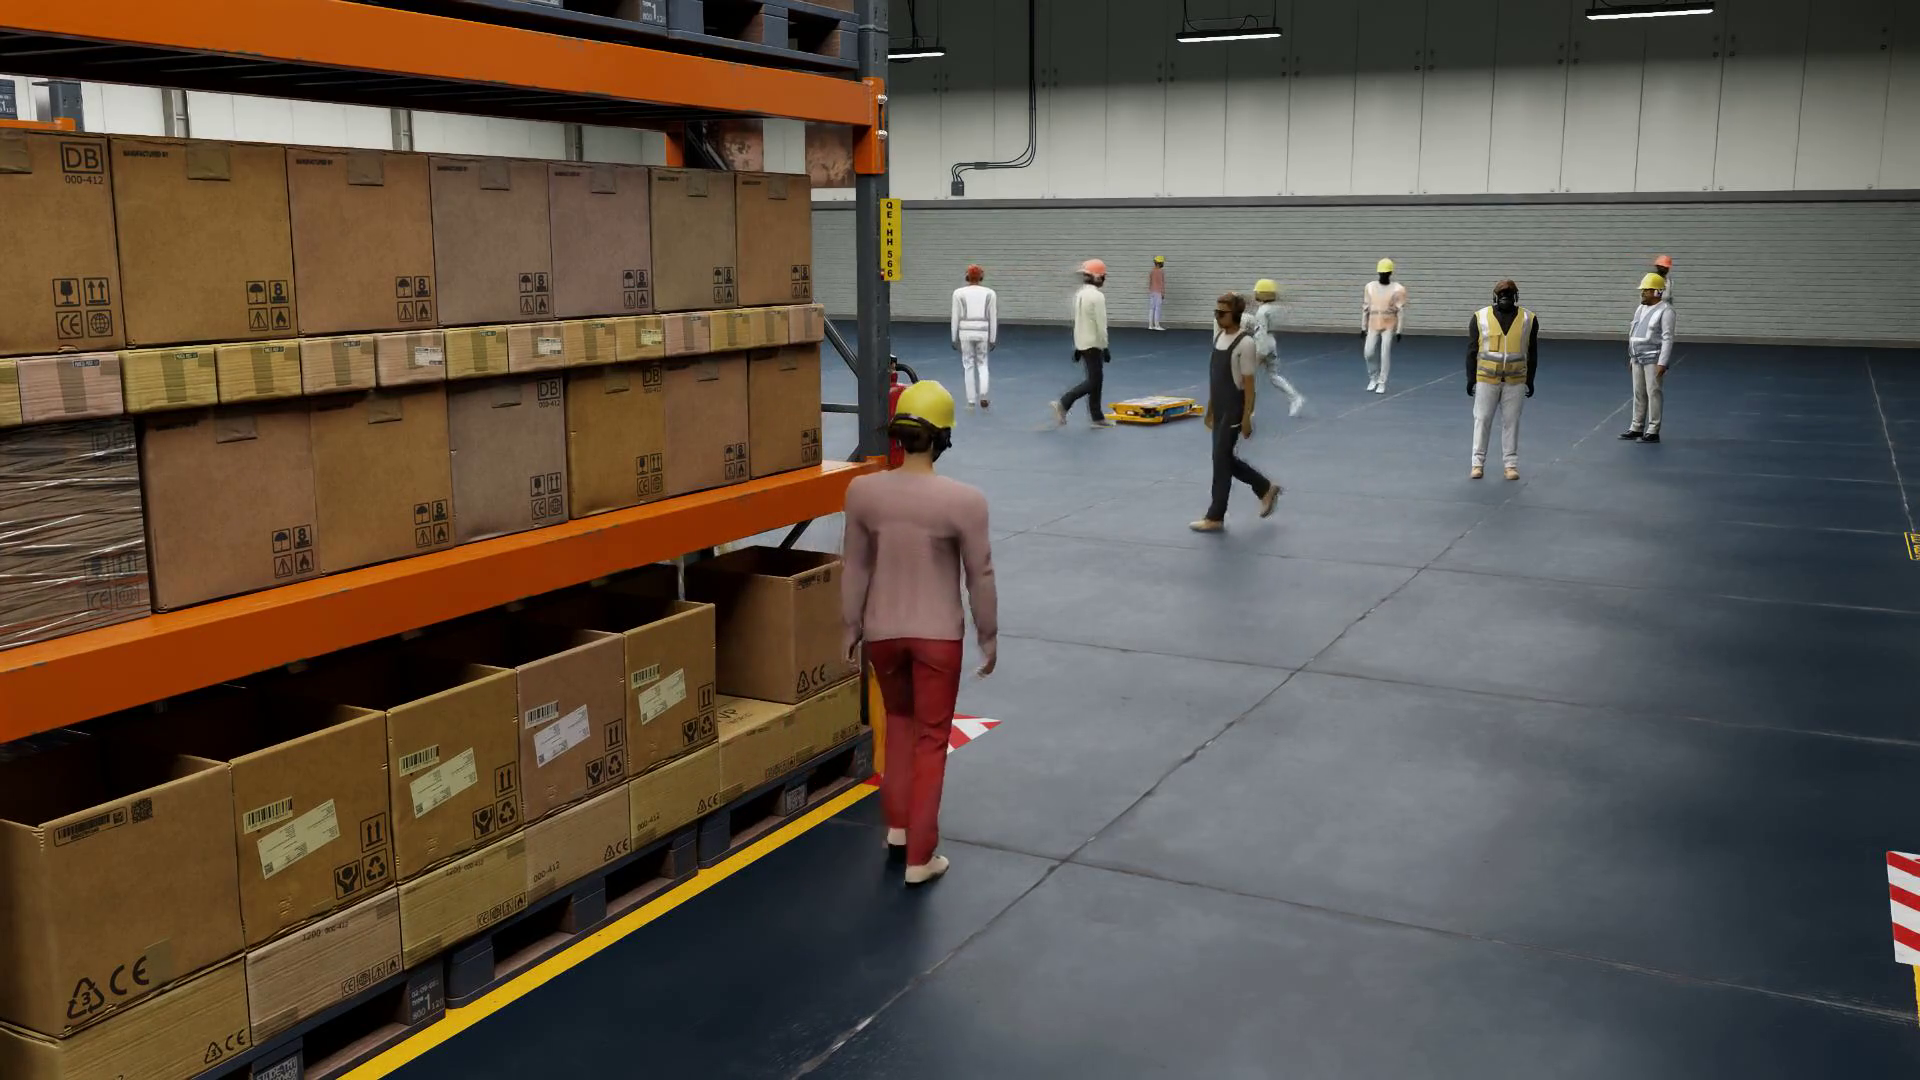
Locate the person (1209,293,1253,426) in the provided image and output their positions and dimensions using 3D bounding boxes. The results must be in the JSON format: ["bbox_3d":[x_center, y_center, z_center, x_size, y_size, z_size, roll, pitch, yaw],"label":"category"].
[{"bbox_3d":[3.169,-2.069,19.259,0.524,1.593,0.875,-2,11,-12],"label":"person"}]

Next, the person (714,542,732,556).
[{"bbox_3d":[-1.886,-0.545,10.931,0.842,1.580,0.519,-2,11,-12],"label":"person"}]

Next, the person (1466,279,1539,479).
[{"bbox_3d":[4.988,-1.477,15.339,0.633,1.842,0.429,2,11,12],"label":"person"}]

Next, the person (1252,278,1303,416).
[{"bbox_3d":[3.835,-2.375,20.586,0.770,1.714,0.485,7,12,33],"label":"person"}]

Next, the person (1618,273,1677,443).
[{"bbox_3d":[7.466,-1.971,18.061,0.404,1.832,0.598,-3,11,-14],"label":"person"}]

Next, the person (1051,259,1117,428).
[{"bbox_3d":[1.444,-2.252,19.212,0.772,1.975,0.611,-3,11,-16],"label":"person"}]

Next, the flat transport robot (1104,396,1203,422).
[{"bbox_3d":[2.374,-1.605,20.326,0.652,0.197,1.431,7,12,33],"label":"flat transport robot"}]

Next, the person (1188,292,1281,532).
[{"bbox_3d":[2.118,-0.978,12.671,0.744,1.827,0.525,-3,11,-17],"label":"person"}]

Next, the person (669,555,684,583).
[{"bbox_3d":[-1.796,-0.384,10.020,0.816,1.587,0.551,-8,13,-36],"label":"person"}]

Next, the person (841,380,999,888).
[{"bbox_3d":[-0.124,0.317,5.812,0.545,1.747,0.546,4,11,20],"label":"person"}]

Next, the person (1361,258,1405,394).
[{"bbox_3d":[5.982,-3.027,23.591,0.628,1.908,0.429,6,12,31],"label":"person"}]

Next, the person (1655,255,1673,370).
[{"bbox_3d":[11.755,-3.836,28.018,0.554,1.916,0.780,-3,11,-18],"label":"person"}]

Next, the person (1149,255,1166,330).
[{"bbox_3d":[4.679,-5.835,39.319,0.328,1.765,0.532,-5,11,-25],"label":"person"}]

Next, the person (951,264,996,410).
[{"bbox_3d":[0.171,-2.605,21.403,0.573,1.868,0.430,-2,11,-10],"label":"person"}]
